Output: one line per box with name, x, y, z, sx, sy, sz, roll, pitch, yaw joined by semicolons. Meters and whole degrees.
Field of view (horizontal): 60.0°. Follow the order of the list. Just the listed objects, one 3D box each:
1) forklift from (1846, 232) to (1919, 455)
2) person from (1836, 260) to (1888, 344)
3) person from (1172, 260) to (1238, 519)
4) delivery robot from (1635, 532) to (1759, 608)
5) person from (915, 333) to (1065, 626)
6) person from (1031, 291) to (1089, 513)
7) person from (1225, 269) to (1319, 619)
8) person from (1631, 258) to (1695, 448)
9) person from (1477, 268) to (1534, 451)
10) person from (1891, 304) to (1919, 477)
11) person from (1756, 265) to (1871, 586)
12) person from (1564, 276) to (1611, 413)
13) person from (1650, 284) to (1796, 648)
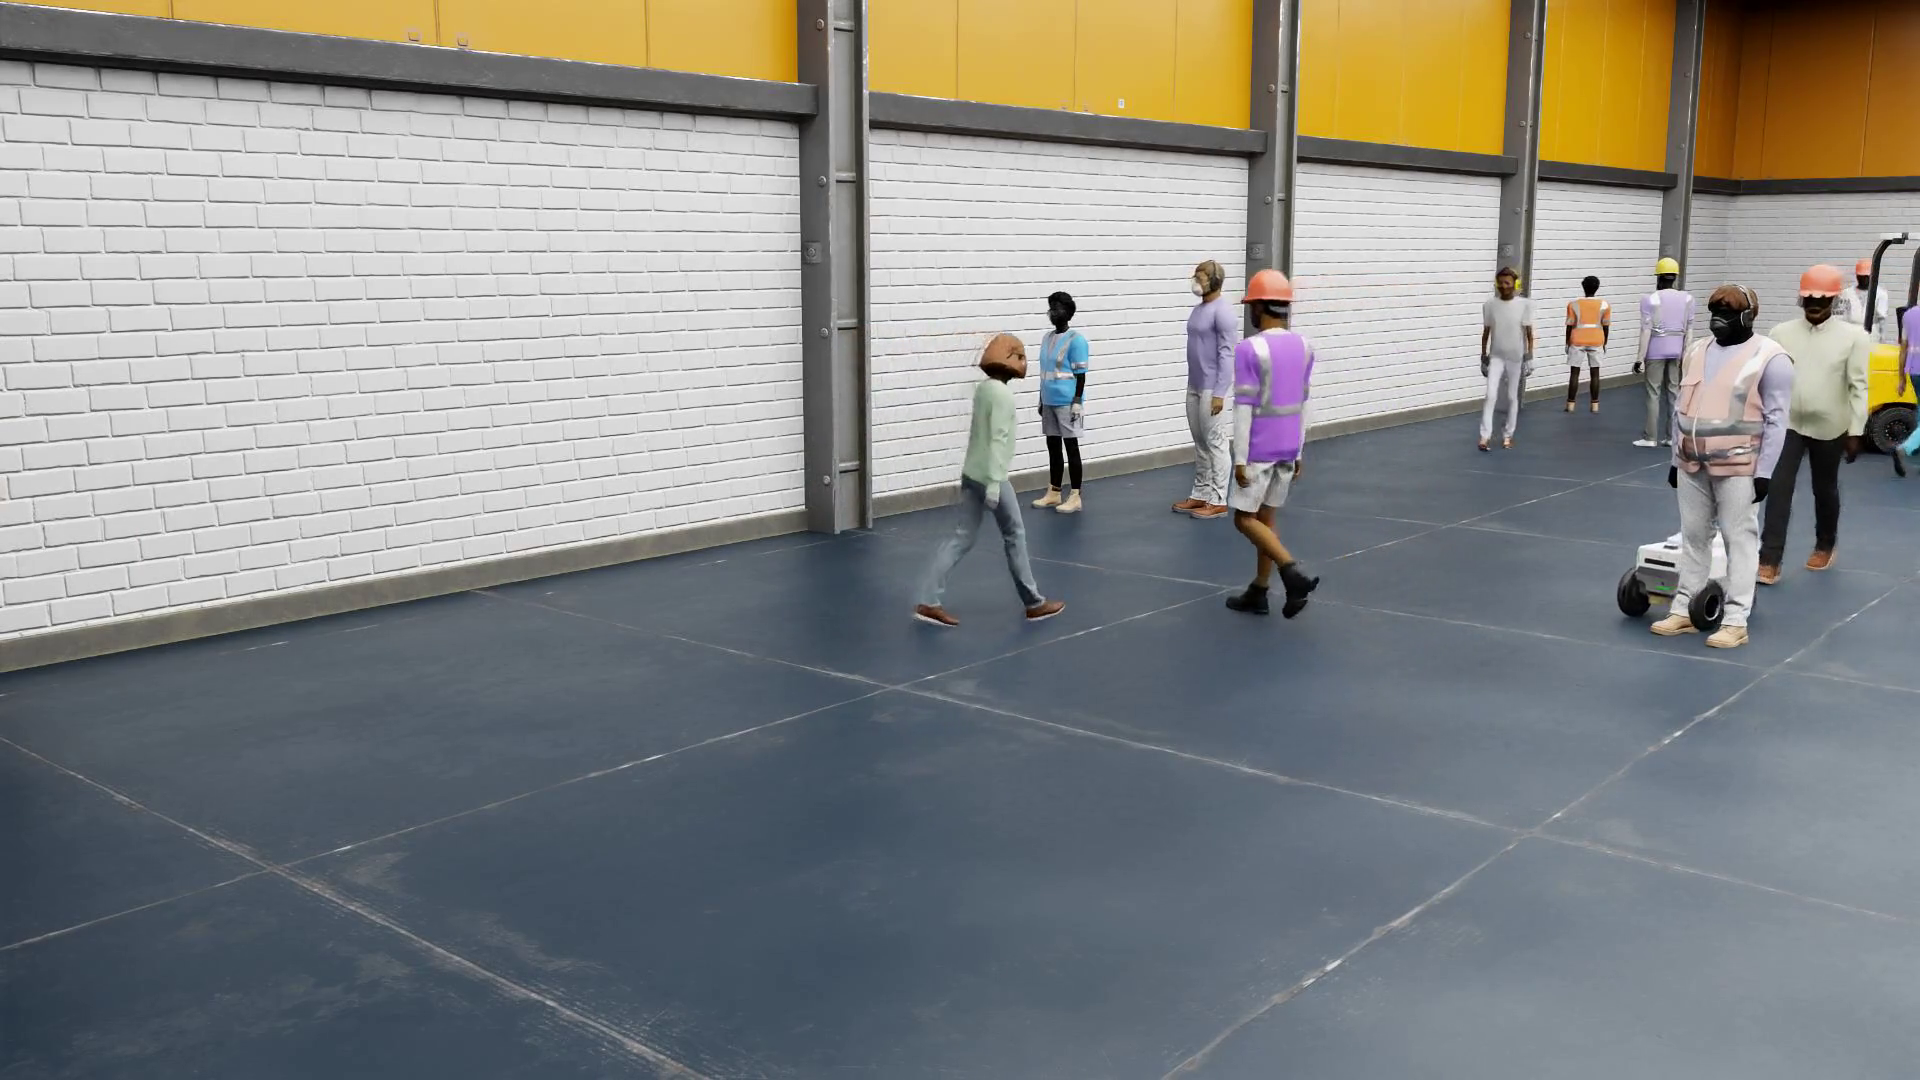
forklift;9.955;-1.972;16.595;2.313;2.155;1.214;1;10;8
person;11.020;-2.479;20.363;0.560;1.892;0.983;4;11;20
person;1.865;-1.133;12.548;0.373;1.940;0.630;-3;10;-16
delivery robot;4.035;0.118;9.092;0.707;0.478;0.477;-7;12;-33
person;0.149;-0.320;8.933;0.854;1.576;0.557;-4;11;-20
person;0.773;-1.059;12.812;0.315;1.696;0.541;-6;12;-32
person;1.714;-0.496;8.992;0.550;1.916;0.671;-7;12;-34
person;7.125;-1.895;16.917;0.636;1.924;0.385;-2;10;-12
person;5.445;-1.782;16.579;0.541;1.827;0.940;4;11;23
person;8.531;-1.447;14.671;0.777;1.825;0.570;-4;11;-23
person;5.229;-0.714;10.199;0.625;1.937;1.044;8;13;39
person;7.749;-2.413;20.557;0.539;1.690;0.319;2;10;12
person;3.889;-0.377;8.515;0.430;1.845;0.619;-5;11;-27
